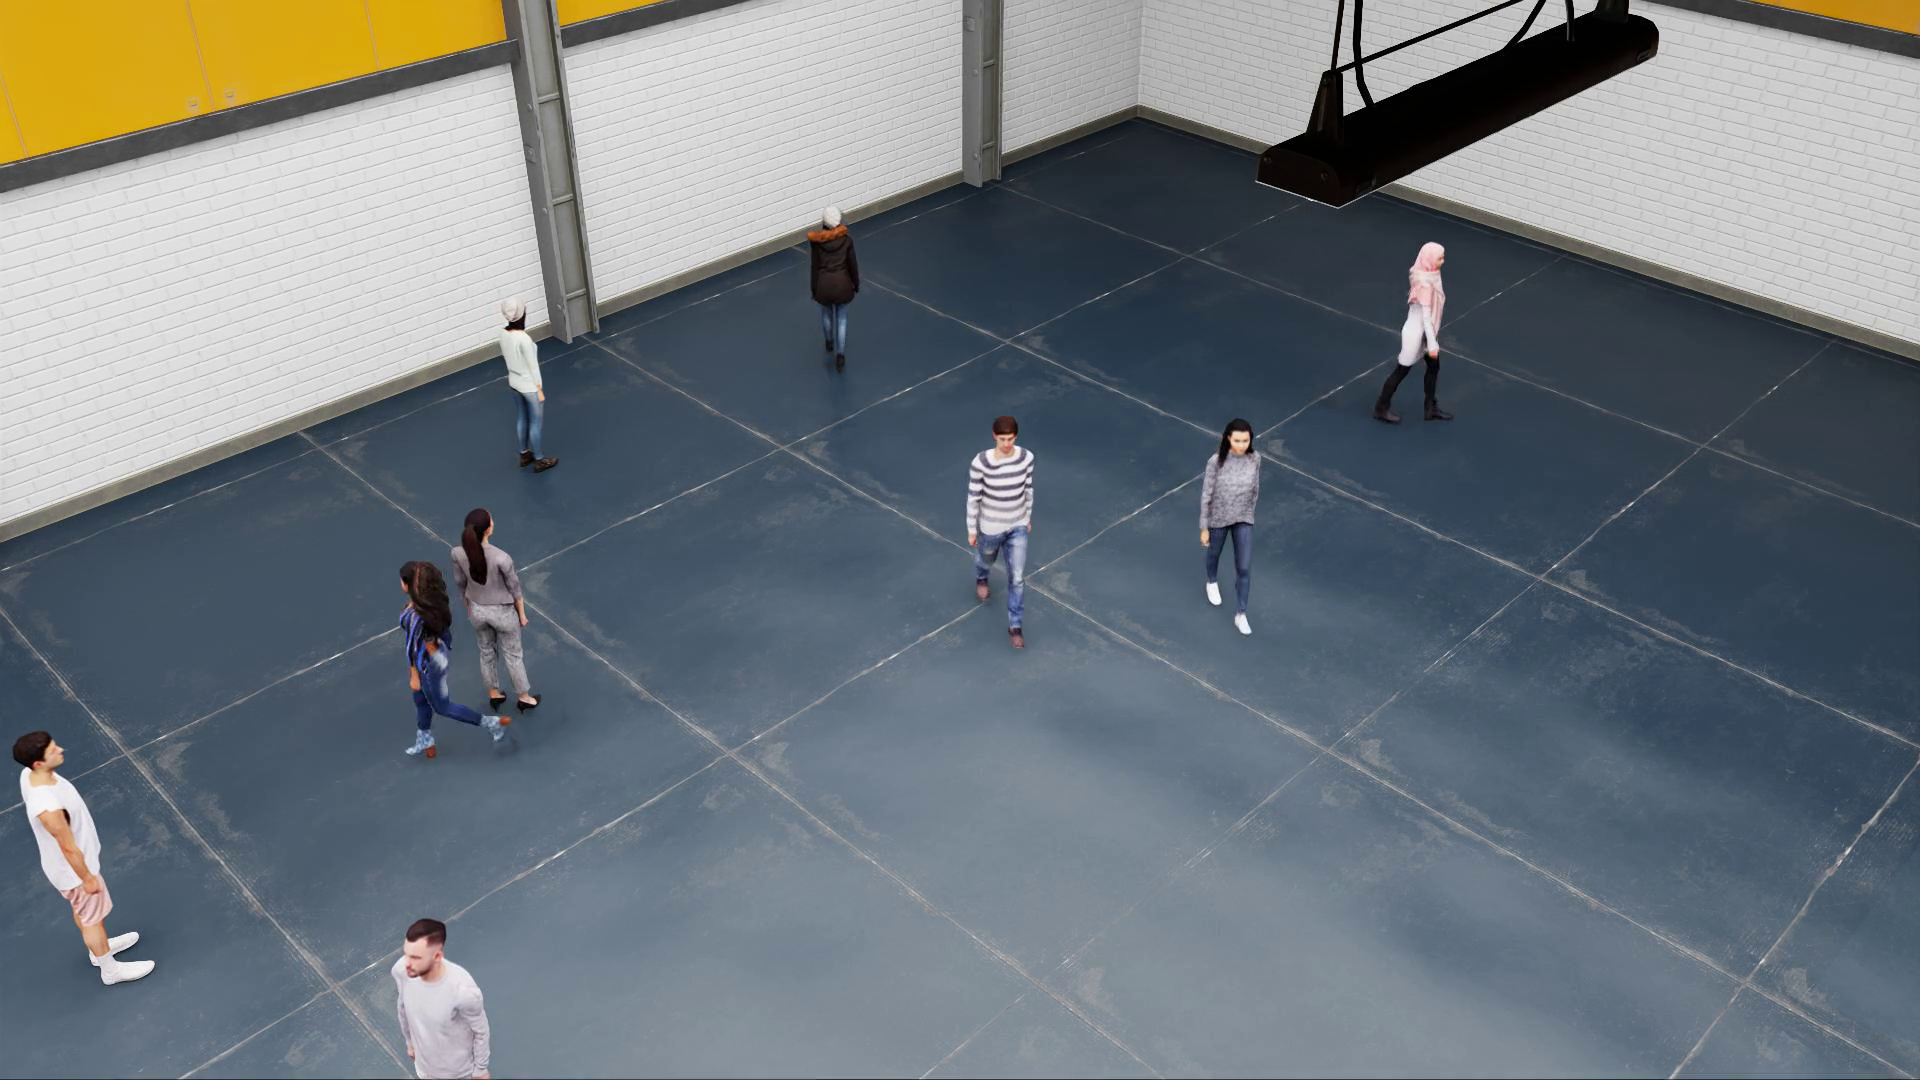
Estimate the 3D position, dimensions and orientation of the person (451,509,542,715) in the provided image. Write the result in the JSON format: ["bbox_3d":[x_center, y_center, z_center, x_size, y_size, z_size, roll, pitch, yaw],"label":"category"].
[{"bbox_3d":[-3.270,0.519,11.665,0.721,1.680,0.753,7,34,10],"label":"person"}]

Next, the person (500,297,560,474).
[{"bbox_3d":[-3.797,-1.366,14.531,0.561,1.647,0.498,27,42,34],"label":"person"}]

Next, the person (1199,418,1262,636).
[{"bbox_3d":[2.042,-0.209,12.741,1.024,1.701,1.063,-2,34,-3],"label":"person"}]

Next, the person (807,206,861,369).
[{"bbox_3d":[-1.214,-2.436,16.172,0.960,1.613,0.998,-3,34,-5],"label":"person"}]

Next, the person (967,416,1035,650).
[{"bbox_3d":[0.294,-0.164,12.577,1.230,1.809,1.175,-5,34,-8],"label":"person"}]

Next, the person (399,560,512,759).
[{"bbox_3d":[-3.509,0.847,11.249,1.079,1.595,0.973,-5,34,-8],"label":"person"}]

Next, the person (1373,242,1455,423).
[{"bbox_3d":[4.063,-1.856,15.153,0.954,1.775,1.005,12,36,18],"label":"person"}]

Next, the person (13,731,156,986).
[{"bbox_3d":[-5.134,1.833,9.591,0.629,1.788,0.674,-22,39,-29],"label":"person"}]

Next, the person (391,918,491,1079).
[{"bbox_3d":[-2.581,2.599,8.391,0.758,1.841,0.713,13,36,19],"label":"person"}]
